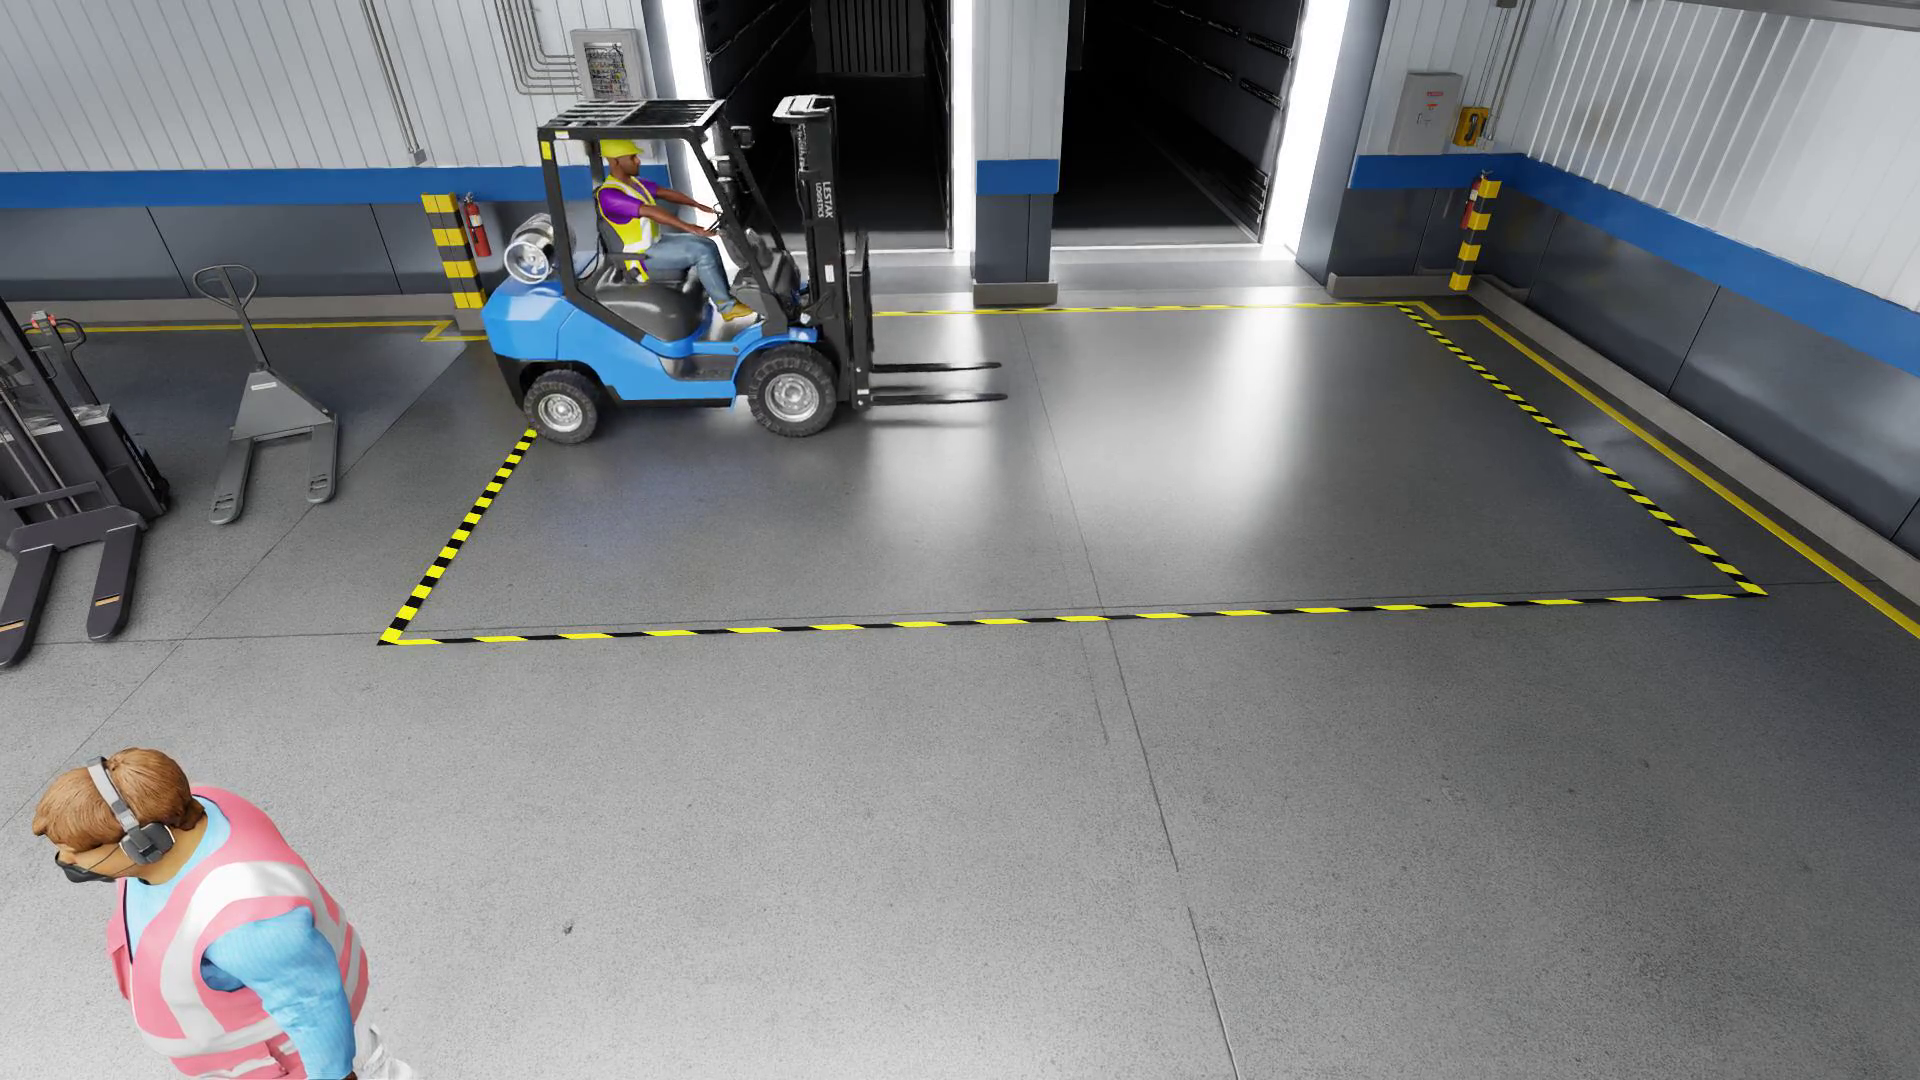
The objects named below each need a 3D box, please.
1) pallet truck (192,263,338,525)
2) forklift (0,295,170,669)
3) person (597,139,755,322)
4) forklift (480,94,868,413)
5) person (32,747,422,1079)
[{"bbox_3d":[-4.778,-1.027,6.128,0.680,1.201,1.601,-17,38,-23],"label":"pallet truck"},{"bbox_3d":[-5.212,-0.618,4.878,0.823,1.965,1.885,-20,39,-26],"label":"forklift"},{"bbox_3d":[-1.975,-2.199,6.511,1.004,1.294,0.635,-2,35,-2],"label":"person"},{"bbox_3d":[-2.035,-2.048,6.622,2.680,2.036,1.157,-2,35,-2],"label":"forklift"},{"bbox_3d":[-1.757,1.220,2.373,0.626,1.843,0.429,23,41,29],"label":"person"}]
